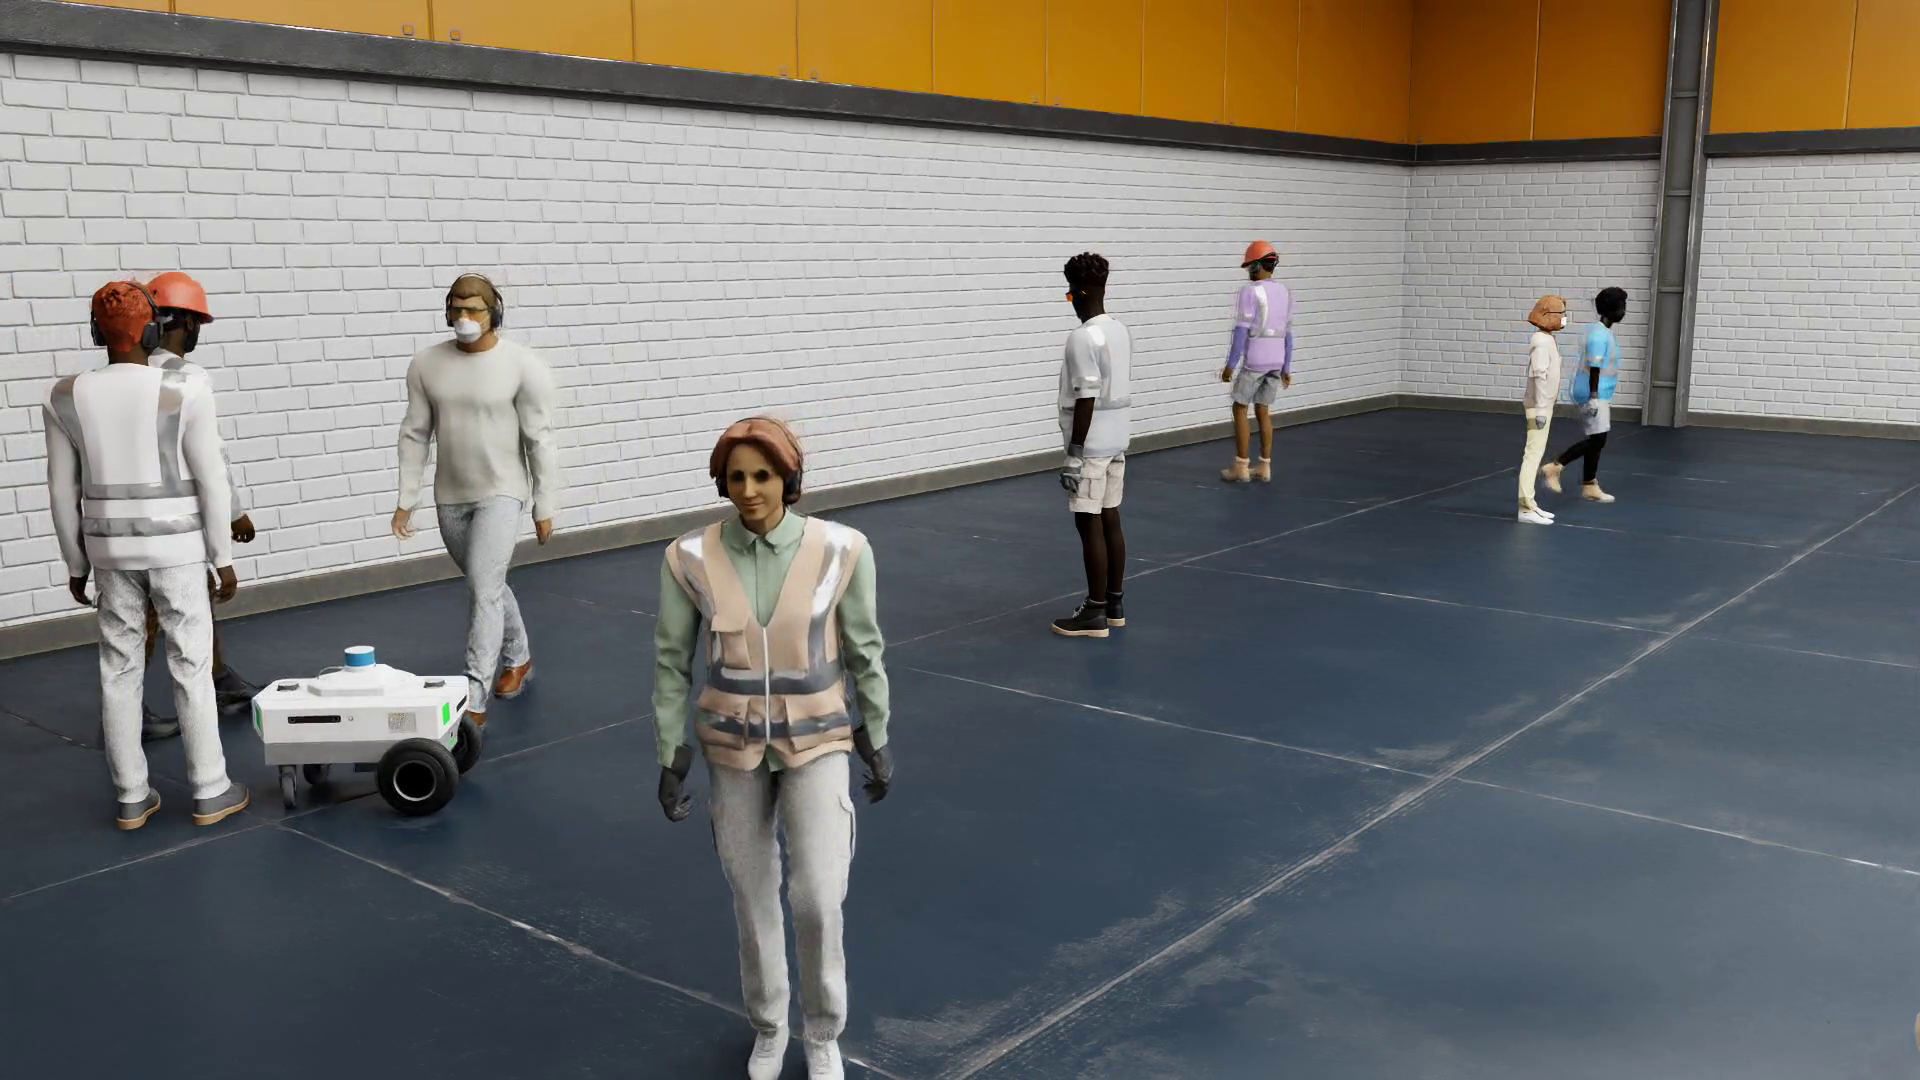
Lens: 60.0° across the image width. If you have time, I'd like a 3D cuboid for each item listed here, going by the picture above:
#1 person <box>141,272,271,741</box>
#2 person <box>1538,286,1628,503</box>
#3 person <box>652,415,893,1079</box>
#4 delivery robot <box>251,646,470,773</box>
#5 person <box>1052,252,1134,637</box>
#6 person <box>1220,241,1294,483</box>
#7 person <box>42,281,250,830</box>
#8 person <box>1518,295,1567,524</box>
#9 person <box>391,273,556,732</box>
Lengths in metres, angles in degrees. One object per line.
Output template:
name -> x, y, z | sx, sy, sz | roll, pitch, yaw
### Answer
person -> -3.115, -0.132, 6.772 | 0.543, 1.883, 0.873 | 9, 14, 42
person -> 4.802, -1.108, 12.760 | 0.506, 1.672, 0.572 | 6, 12, 28
person -> -0.441, 0.523, 3.872 | 0.552, 1.618, 0.505 | 0, 10, 2
delivery robot -> -2.158, 0.627, 6.012 | 0.707, 0.478, 0.477 | -1, 10, -4
person -> 0.678, -0.486, 8.540 | 0.368, 1.958, 0.612 | 5, 11, 26
person -> 2.485, -1.469, 13.846 | 0.661, 2.012, 0.475 | -9, 13, -40
person -> -2.786, 0.064, 5.716 | 0.572, 1.883, 0.355 | -1, 10, -5
person -> 4.186, -0.938, 11.954 | 0.265, 1.632, 0.508 | 4, 11, 21
person -> -2.021, -0.174, 7.025 | 0.632, 1.894, 1.019 | 3, 11, 15
